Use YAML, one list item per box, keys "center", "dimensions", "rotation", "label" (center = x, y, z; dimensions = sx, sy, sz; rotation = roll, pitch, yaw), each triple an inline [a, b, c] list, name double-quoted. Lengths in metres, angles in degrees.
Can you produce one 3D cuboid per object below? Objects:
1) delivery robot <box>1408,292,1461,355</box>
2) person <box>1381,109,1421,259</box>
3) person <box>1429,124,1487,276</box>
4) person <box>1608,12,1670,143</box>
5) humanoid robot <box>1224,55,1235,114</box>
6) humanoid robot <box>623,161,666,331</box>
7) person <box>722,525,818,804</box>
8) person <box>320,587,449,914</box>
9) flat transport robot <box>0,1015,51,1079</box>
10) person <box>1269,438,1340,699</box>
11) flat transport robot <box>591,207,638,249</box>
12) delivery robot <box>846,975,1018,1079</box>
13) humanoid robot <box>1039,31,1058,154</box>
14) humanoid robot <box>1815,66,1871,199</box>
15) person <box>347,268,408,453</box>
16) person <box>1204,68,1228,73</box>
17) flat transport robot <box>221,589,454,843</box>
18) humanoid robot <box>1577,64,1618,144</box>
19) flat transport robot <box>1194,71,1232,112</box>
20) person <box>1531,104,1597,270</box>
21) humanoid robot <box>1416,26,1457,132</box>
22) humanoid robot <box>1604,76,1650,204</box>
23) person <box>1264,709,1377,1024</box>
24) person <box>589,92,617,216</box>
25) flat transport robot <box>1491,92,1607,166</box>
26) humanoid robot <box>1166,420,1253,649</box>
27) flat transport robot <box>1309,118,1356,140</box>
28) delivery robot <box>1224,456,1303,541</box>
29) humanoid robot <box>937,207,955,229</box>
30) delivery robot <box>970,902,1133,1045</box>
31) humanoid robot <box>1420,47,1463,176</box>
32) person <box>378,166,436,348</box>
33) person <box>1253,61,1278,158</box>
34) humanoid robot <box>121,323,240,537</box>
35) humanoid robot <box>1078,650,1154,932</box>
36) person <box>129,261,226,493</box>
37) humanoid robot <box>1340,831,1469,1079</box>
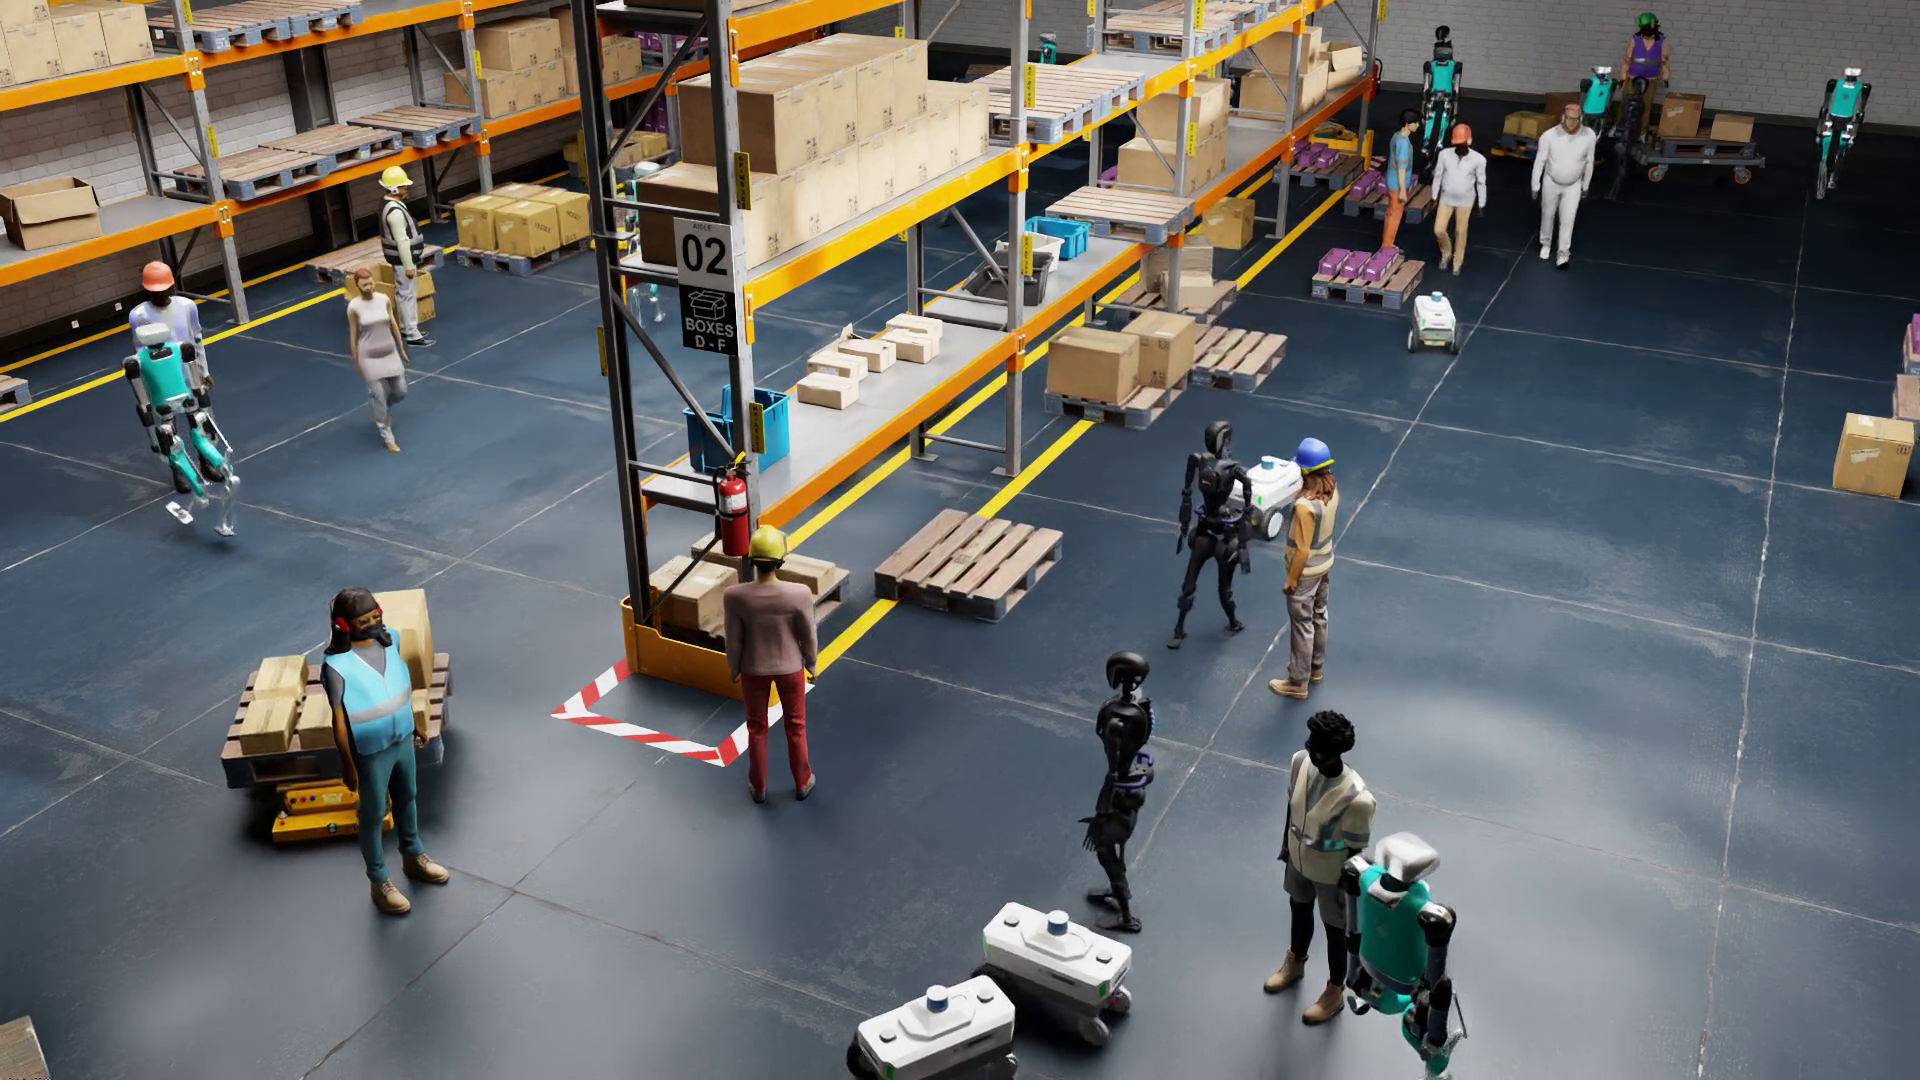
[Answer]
- center: [4.830, -2.234, 16.957]
  dimensions: [0.499, 0.586, 0.765]
  rotation: [4, 27, 7]
  label: "delivery robot"
- center: [5.174, -4.183, 19.551]
  dimensions: [0.343, 1.758, 0.504]
  rotation: [3, 26, 6]
  label: "person"
- center: [5.669, -3.870, 18.941]
  dimensions: [0.652, 1.729, 0.416]
  rotation: [14, 30, 26]
  label: "person"
- center: [10.290, -6.954, 24.989]
  dimensions: [0.718, 1.909, 0.474]
  rotation: [7, 27, 14]
  label: "person"
- center: [3.997, -6.810, 24.965]
  dimensions: [0.473, 1.629, 0.613]
  rotation: [2, 26, 5]
  label: "humanoid robot"
- center: [-3.244, -2.924, 17.093]
  dimensions: [0.535, 1.766, 1.029]
  rotation: [3, 27, 7]
  label: "humanoid robot"
- center: [-1.084, 0.728, 9.620]
  dimensions: [0.532, 1.767, 0.308]
  rotation: [-2, 26, -4]
  label: "person"
- center: [-3.065, 1.084, 8.788]
  dimensions: [0.378, 1.865, 0.543]
  rotation: [14, 29, 26]
  label: "person"
- center: [-3.955, 3.064, 6.589]
  dimensions: [1.431, 0.231, 0.659]
  rotation: [-18, 32, -32]
  label: "flat transport robot"
- center: [2.223, 0.178, 10.716]
  dimensions: [0.323, 1.775, 0.477]
  rotation: [18, 32, 33]
  label: "person"
- center: [-4.064, -3.891, 20.639]
  dimensions: [0.659, 0.231, 1.431]
  rotation: [2, 26, 5]
  label: "flat transport robot"
- center: [-0.128, 2.352, 7.727]
  dimensions: [0.803, 0.614, 0.499]
  rotation: [-14, 30, -27]
  label: "delivery robot"
- center: [1.081, -6.512, 24.300]
  dimensions: [0.692, 1.805, 0.555]
  rotation: [5, 27, 10]
  label: "humanoid robot"
- center: [11.742, -5.475, 22.205]
  dimensions: [0.539, 1.777, 0.946]
  rotation: [15, 30, 27]
  label: "humanoid robot"
- center: [-5.069, -1.596, 14.445]
  dimensions: [0.462, 1.644, 0.482]
  rotation: [-24, 35, -39]
  label: "person"
- center: [4.084, -7.494, 26.190]
  dimensions: [0.520, 1.811, 0.612]
  rotation: [-11, 28, -20]
  label: "person"
- center: [-3.726, 1.318, 10.115]
  dimensions: [0.659, 0.231, 1.431]
  rotation: [-5, 27, -10]
  label: "flat transport robot"
- center: [8.305, -5.553, 22.427]
  dimensions: [0.555, 1.805, 0.889]
  rotation: [-7, 27, -14]
  label: "humanoid robot"
- center: [3.542, -6.201, 25.304]
  dimensions: [1.431, 0.231, 0.659]
  rotation: [7, 27, 13]
  label: "flat transport robot"
- center: [6.946, -4.078, 19.218]
  dimensions: [0.676, 1.851, 0.986]
  rotation: [6, 27, 13]
  label: "person"
- center: [7.436, -7.046, 25.489]
  dimensions: [0.723, 1.633, 0.611]
  rotation: [-6, 27, -12]
  label: "humanoid robot"
- center: [8.732, -5.246, 21.792]
  dimensions: [0.327, 1.642, 0.609]
  rotation: [12, 29, 23]
  label: "humanoid robot"
- center: [1.741, 1.557, 8.032]
  dimensions: [0.321, 1.691, 0.532]
  rotation: [-15, 30, -28]
  label: "person"
- center: [-4.599, -5.048, 21.208]
  dimensions: [0.397, 1.836, 0.563]
  rotation: [5, 27, 11]
  label: "person"
- center: [8.522, -5.619, 24.128]
  dimensions: [0.659, 0.231, 1.431]
  rotation: [-23, 34, -38]
  label: "flat transport robot"
- center: [1.743, -0.026, 11.281]
  dimensions: [0.607, 1.645, 0.601]
  rotation: [22, 34, 37]
  label: "humanoid robot"
- center: [5.241, -6.184, 25.270]
  dimensions: [1.431, 0.231, 0.659]
  rotation: [-12, 29, -23]
  label: "flat transport robot"
- center: [2.413, -0.369, 13.197]
  dimensions: [0.499, 0.592, 0.783]
  rotation: [21, 33, 36]
  label: "delivery robot"
- center: [-0.134, -4.755, 20.802]
  dimensions: [0.526, 1.642, 0.590]
  rotation: [-23, 34, -38]
  label: "humanoid robot"
- center: [0.456, 2.099, 8.231]
  dimensions: [0.799, 0.608, 0.499]
  rotation: [15, 30, 28]
  label: "delivery robot"
- center: [6.567, -5.865, 22.949]
  dimensions: [0.573, 1.746, 0.882]
  rotation: [13, 29, 24]
  label: "humanoid robot"
- center: [-5.605, -2.858, 16.790]
  dimensions: [0.403, 1.829, 0.599]
  rotation: [-13, 29, -24]
  label: "person"
- center: [4.434, -6.446, 24.009]
  dimensions: [0.554, 1.869, 0.392]
  rotation: [-10, 28, -19]
  label: "person"
- center: [-5.865, -0.758, 12.660]
  dimensions: [1.034, 1.730, 0.560]
  rotation: [23, 34, 38]
  label: "humanoid robot"
- center: [0.814, 1.308, 8.549]
  dimensions: [0.337, 1.654, 0.600]
  rotation: [8, 27, 15]
  label: "humanoid robot"
- center: [-6.405, -1.350, 13.630]
  dimensions: [0.372, 1.934, 0.545]
  rotation: [23, 34, 38]
  label: "person"
- center: [2.080, 1.919, 7.274]
  dimensions: [1.000, 1.761, 0.537]
  rotation: [-19, 32, -33]
  label: "humanoid robot"
